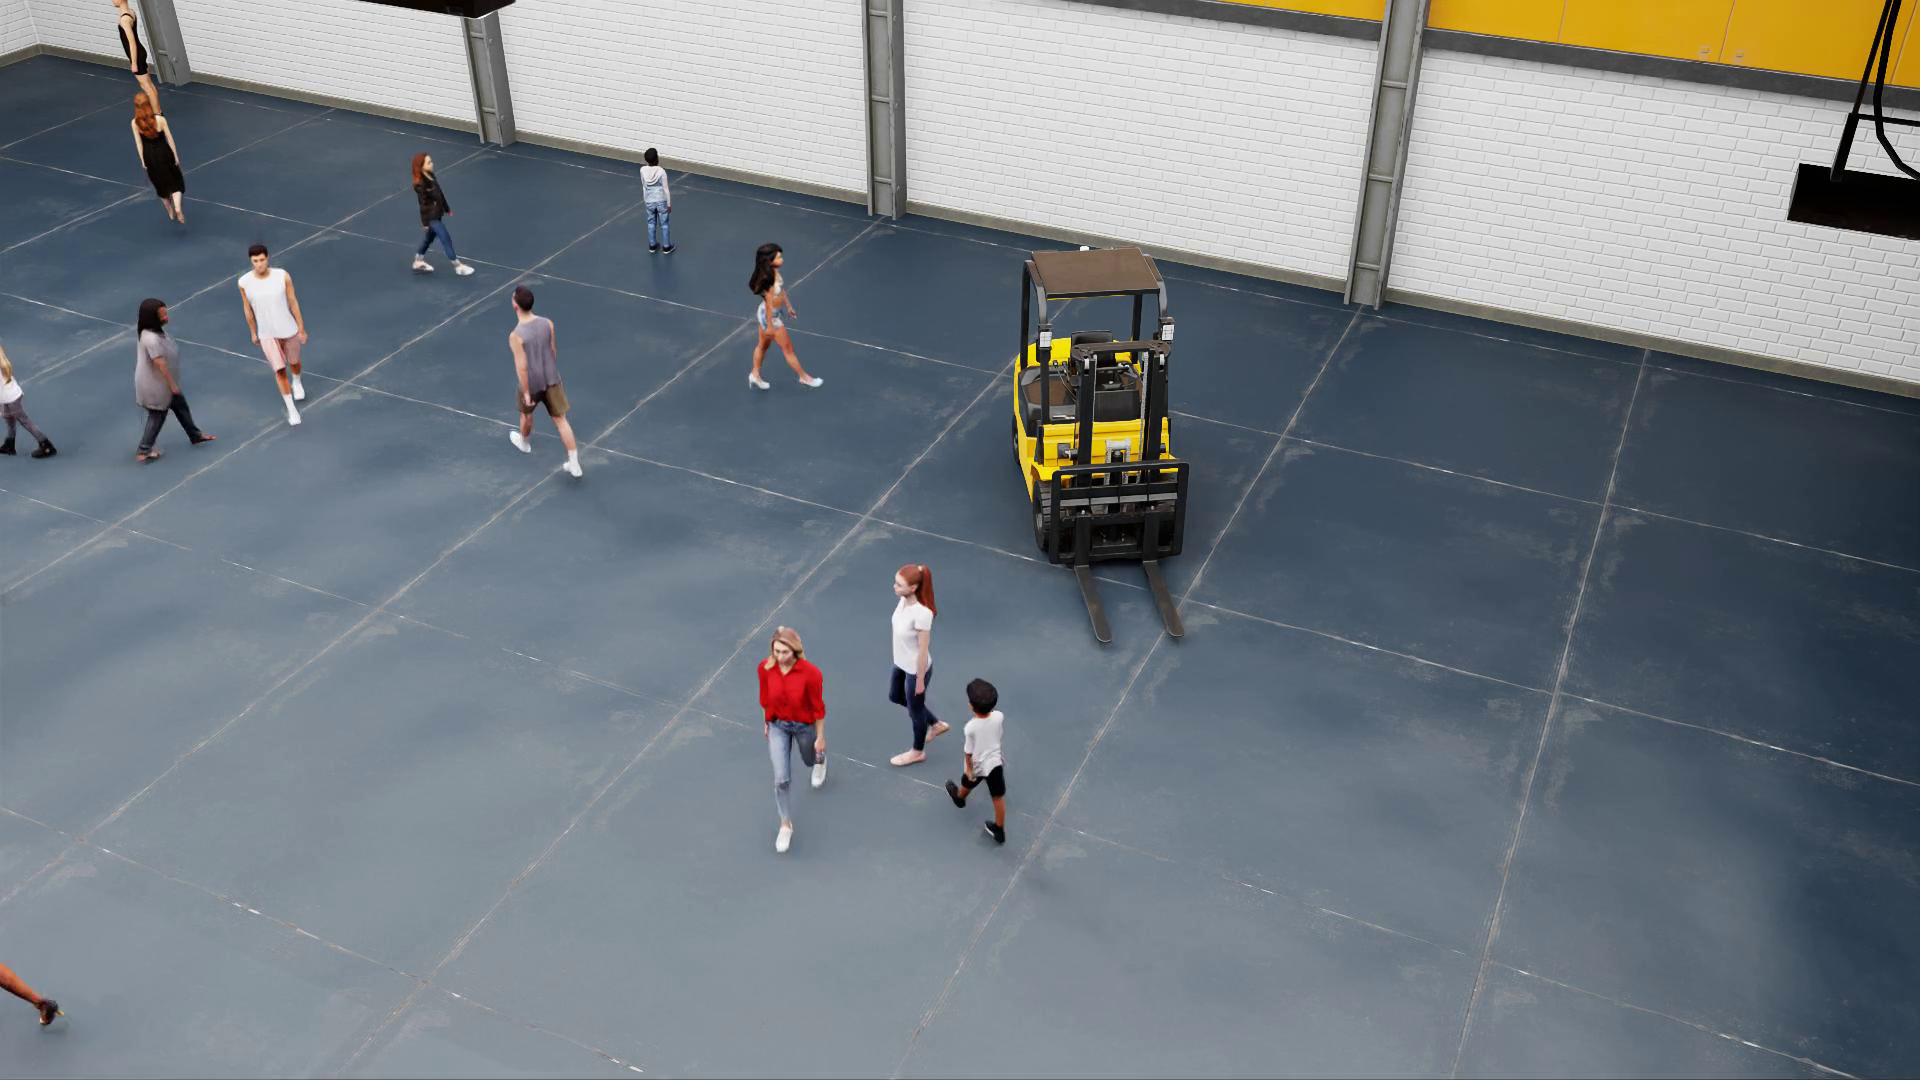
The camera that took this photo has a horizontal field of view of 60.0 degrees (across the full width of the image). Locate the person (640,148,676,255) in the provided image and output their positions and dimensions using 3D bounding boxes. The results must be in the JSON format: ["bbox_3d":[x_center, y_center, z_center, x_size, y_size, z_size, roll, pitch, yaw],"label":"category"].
[{"bbox_3d":[-3.564,-3.975,19.461,0.481,1.258,0.574,6,34,9],"label":"person"}]

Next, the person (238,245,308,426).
[{"bbox_3d":[-6.614,-2.065,16.151,1.109,1.743,1.196,-13,36,-18],"label":"person"}]

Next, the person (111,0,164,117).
[{"bbox_3d":[-11.413,-6.710,23.074,0.744,1.814,0.697,-10,35,-15],"label":"person"}]

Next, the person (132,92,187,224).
[{"bbox_3d":[-9.648,-4.561,20.024,0.864,1.612,0.930,-12,36,-18],"label":"person"}]

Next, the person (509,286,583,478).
[{"bbox_3d":[-3.732,-1.384,14.972,0.958,1.793,1.306,-28,42,-35],"label":"person"}]

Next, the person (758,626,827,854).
[{"bbox_3d":[-1.096,1.229,11.259,1.104,1.672,0.877,5,34,8],"label":"person"}]

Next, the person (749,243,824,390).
[{"bbox_3d":[-1.940,-2.170,16.445,1.053,1.591,0.856,-2,34,-3],"label":"person"}]

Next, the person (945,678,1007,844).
[{"bbox_3d":[0.205,1.517,11.234,0.792,1.221,0.918,-17,37,-24],"label":"person"}]

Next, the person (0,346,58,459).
[{"bbox_3d":[-8.762,-1.315,15.468,0.881,1.249,0.780,-7,34,-11],"label":"person"}]

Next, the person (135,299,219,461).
[{"bbox_3d":[-7.512,-1.467,15.408,1.040,1.569,1.009,-17,37,-24],"label":"person"}]

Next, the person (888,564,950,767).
[{"bbox_3d":[-0.241,0.871,11.744,0.831,1.732,0.769,-10,35,-14],"label":"person"}]

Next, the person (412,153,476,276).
[{"bbox_3d":[-6.045,-3.680,18.846,1.043,1.449,0.832,0,34,-1],"label":"person"}]
